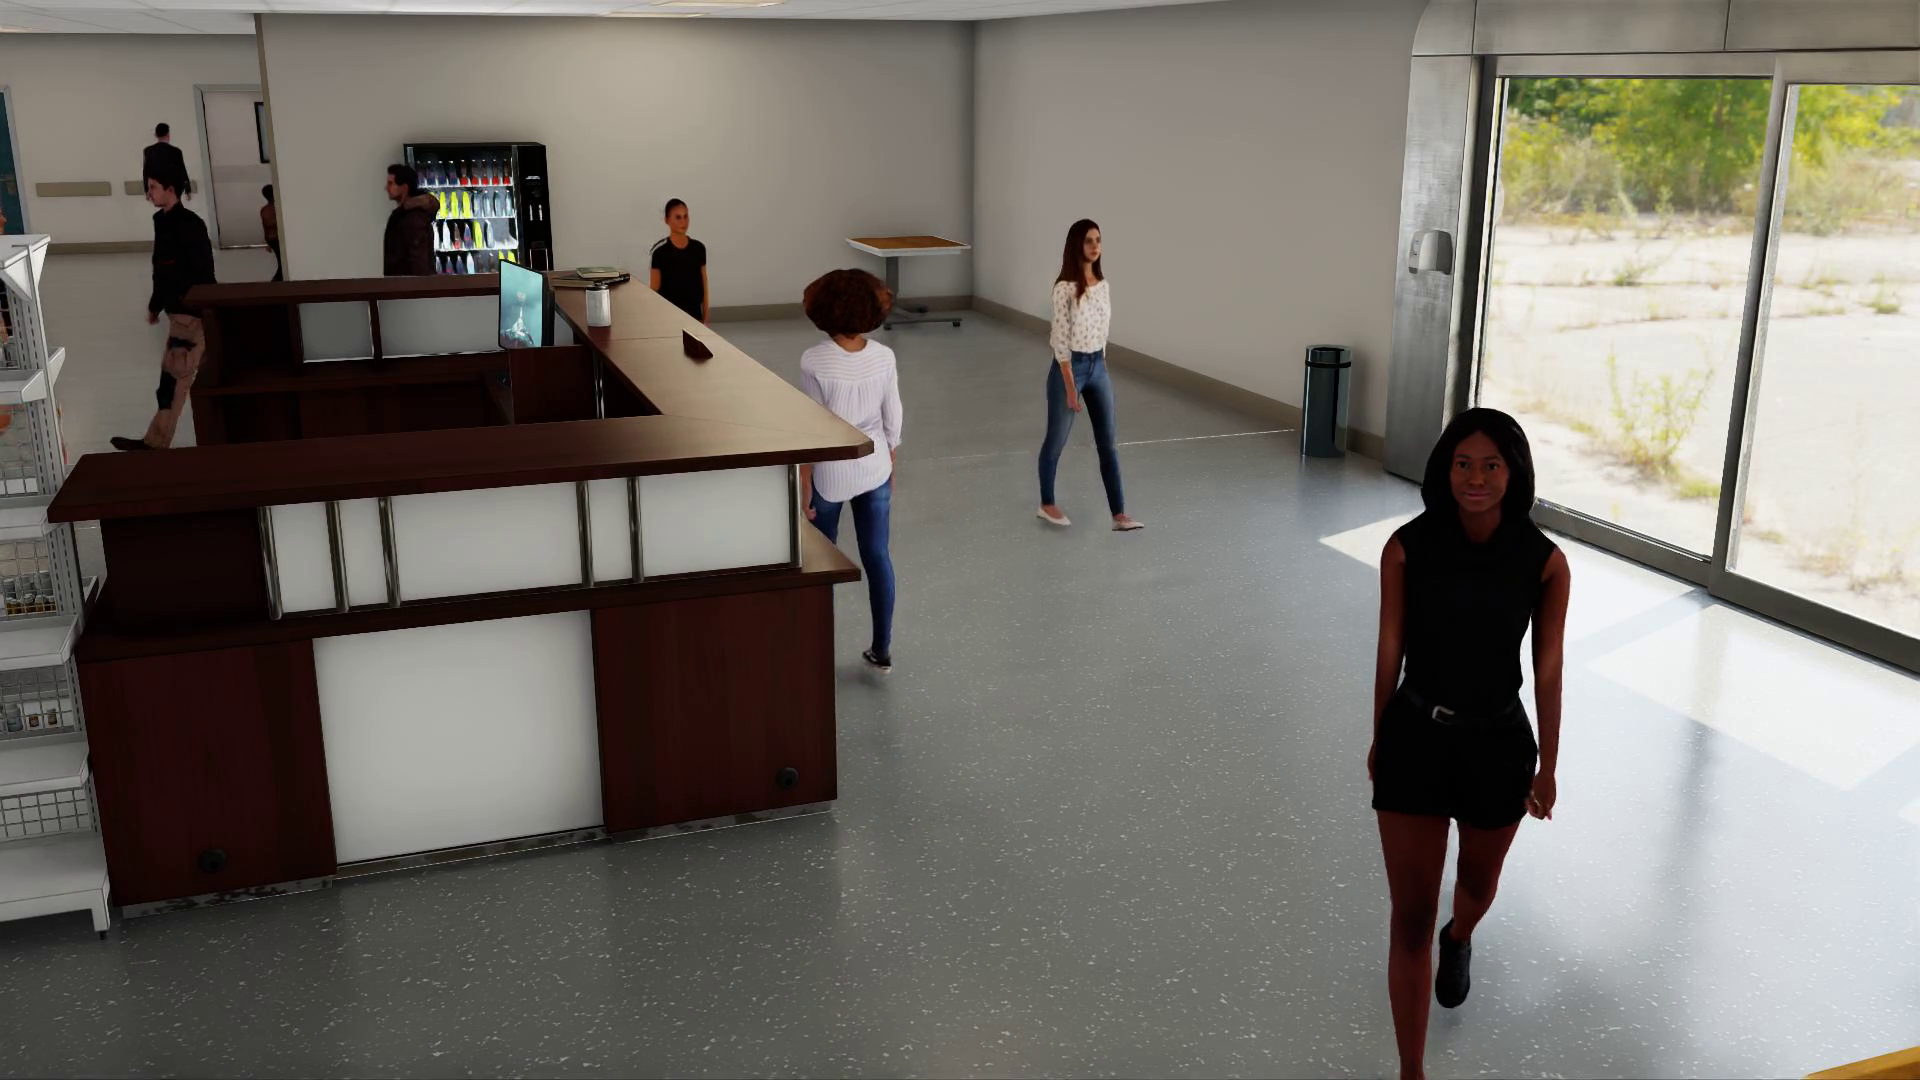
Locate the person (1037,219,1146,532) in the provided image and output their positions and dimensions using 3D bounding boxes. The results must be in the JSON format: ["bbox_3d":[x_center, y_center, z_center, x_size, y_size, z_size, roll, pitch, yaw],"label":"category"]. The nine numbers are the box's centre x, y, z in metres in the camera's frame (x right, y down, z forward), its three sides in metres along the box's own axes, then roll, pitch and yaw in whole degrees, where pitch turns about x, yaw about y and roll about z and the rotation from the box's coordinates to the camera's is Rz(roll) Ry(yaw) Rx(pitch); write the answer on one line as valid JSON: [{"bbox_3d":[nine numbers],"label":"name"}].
[{"bbox_3d":[0.595,-0.888,9.171,0.993,1.698,0.786,-9,18,-29],"label":"person"}]

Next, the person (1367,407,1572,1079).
[{"bbox_3d":[1.235,0.538,4.110,1.165,1.700,1.108,4,16,15],"label":"person"}]

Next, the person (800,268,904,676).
[{"bbox_3d":[-0.428,-0.248,6.971,1.084,1.660,0.724,-5,17,-18],"label":"person"}]

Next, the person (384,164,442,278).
[{"bbox_3d":[-3.922,-1.810,12.243,1.165,1.806,0.743,-5,17,-19],"label":"person"}]

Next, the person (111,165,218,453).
[{"bbox_3d":[-4.889,-1.434,10.783,1.275,1.874,0.980,-12,20,-37],"label":"person"}]

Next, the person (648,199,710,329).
[{"bbox_3d":[-1.993,-1.533,11.544,0.904,1.651,0.765,-9,18,-30],"label":"person"}]

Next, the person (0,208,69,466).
[{"bbox_3d":[-5.572,-1.032,9.533,1.138,1.778,0.689,-5,16,-17],"label":"person"}]

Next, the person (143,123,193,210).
[{"bbox_3d":[-10.437,-4.517,21.824,1.026,1.816,0.946,-1,16,-2],"label":"person"}]
